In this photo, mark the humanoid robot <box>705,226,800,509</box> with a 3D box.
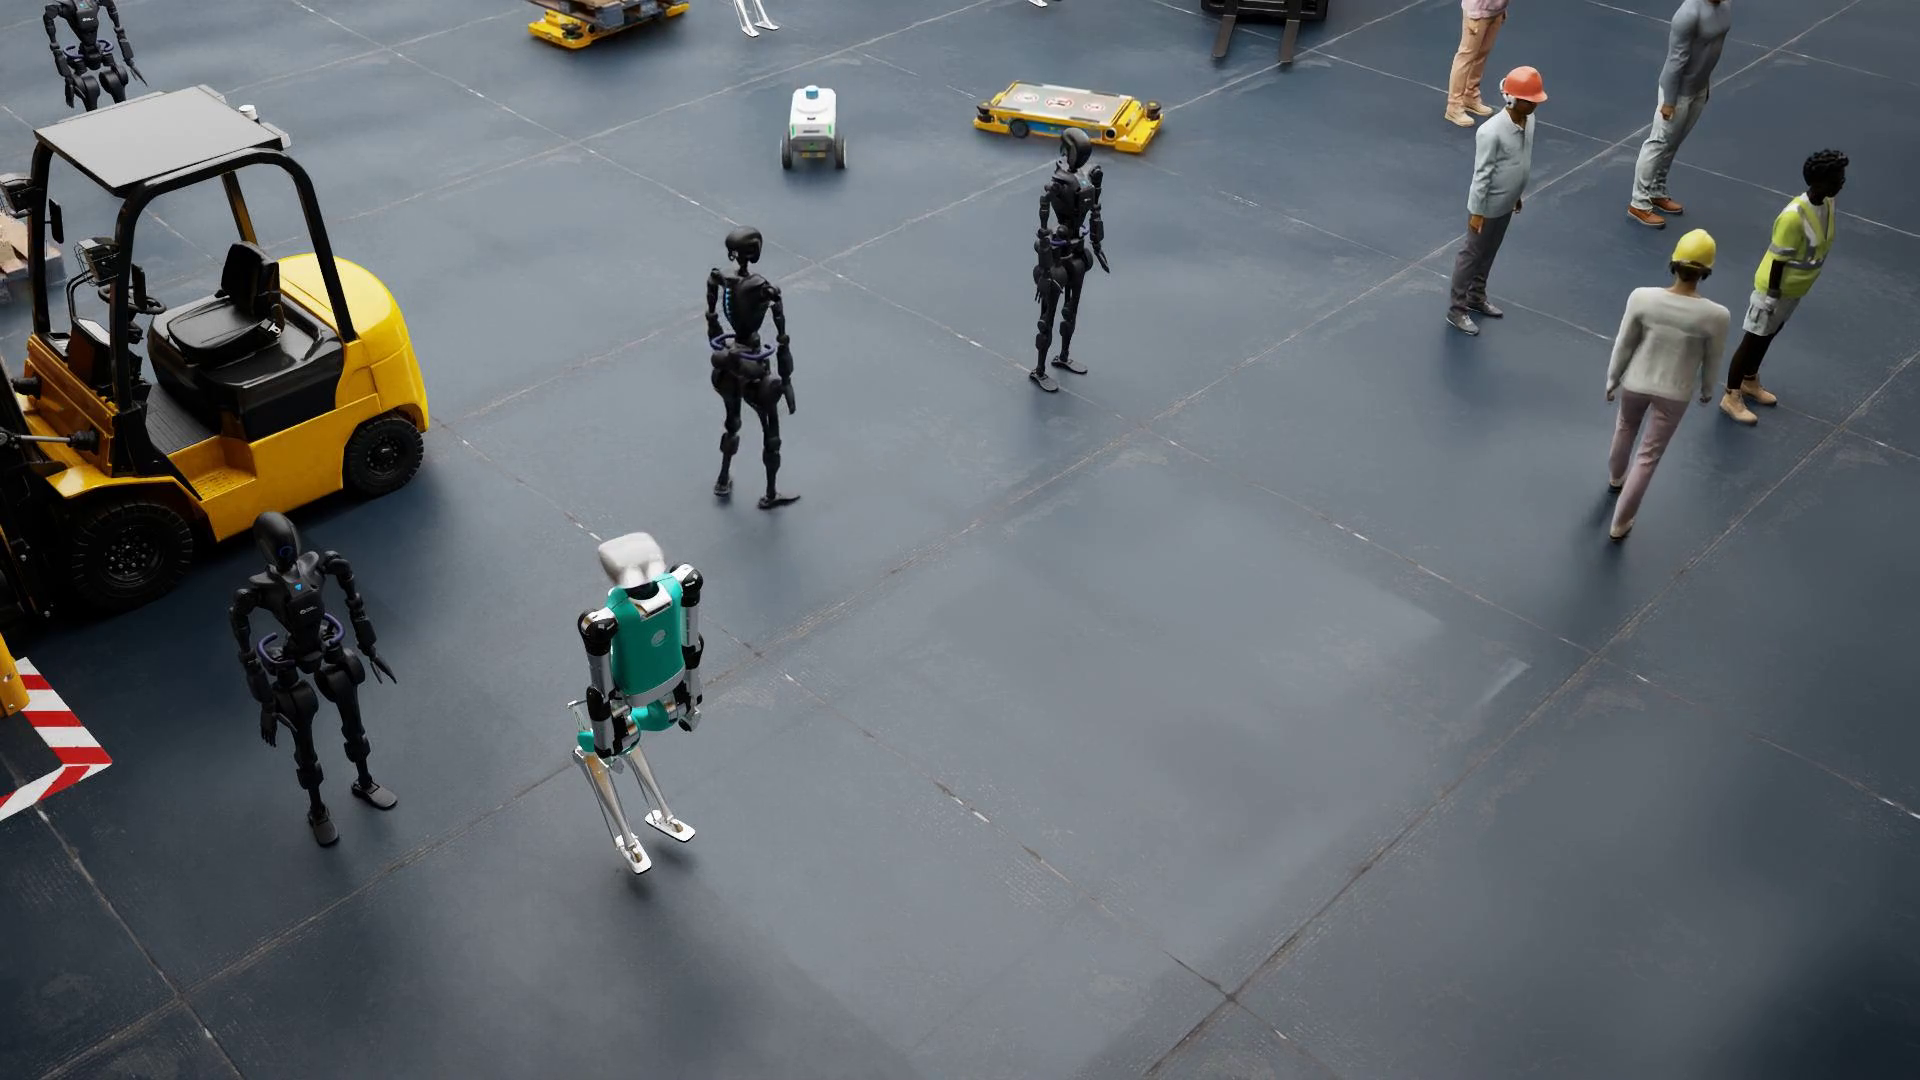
[{"bbox_3d":[-1.168,-0.925,9.055,0.587,1.641,0.378,21,41,25],"label":"humanoid robot"}]

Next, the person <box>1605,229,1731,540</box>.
[{"bbox_3d":[3.791,-0.874,8.945,0.528,1.737,0.814,24,43,29],"label":"person"}]

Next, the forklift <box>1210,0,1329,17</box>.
[{"bbox_3d":[3.106,-6.400,15.960,1.214,2.155,2.313,8,37,10],"label":"forklift"}]

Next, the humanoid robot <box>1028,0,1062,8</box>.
[{"bbox_3d":[0.763,-5.880,15.529,0.533,1.677,0.735,-31,47,-34],"label":"humanoid robot"}]

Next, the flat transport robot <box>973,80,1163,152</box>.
[{"bbox_3d":[0.891,-3.482,13.658,1.431,0.231,0.659,13,39,16],"label":"flat transport robot"}]

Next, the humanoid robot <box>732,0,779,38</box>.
[{"bbox_3d":[-1.902,-5.403,14.891,0.533,1.677,0.735,-31,47,-34],"label":"humanoid robot"}]

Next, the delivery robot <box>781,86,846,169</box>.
[{"bbox_3d":[-1.158,-3.272,13.152,0.499,0.612,0.814,-1,37,-1],"label":"delivery robot"}]

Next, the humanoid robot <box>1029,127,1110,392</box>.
[{"bbox_3d":[0.658,-1.718,10.112,0.599,1.653,0.315,-31,47,-34],"label":"humanoid robot"}]

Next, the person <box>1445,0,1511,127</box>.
[{"bbox_3d":[4.241,-4.277,13.459,0.522,1.781,0.406,-30,46,-34],"label":"person"}]

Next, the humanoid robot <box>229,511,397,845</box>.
[{"bbox_3d":[-2.728,0.562,7.055,0.599,1.657,0.315,-31,47,-34],"label":"humanoid robot"}]

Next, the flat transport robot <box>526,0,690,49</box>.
[{"bbox_3d":[-3.299,-4.963,15.640,0.659,0.231,1.431,27,45,32],"label":"flat transport robot"}]

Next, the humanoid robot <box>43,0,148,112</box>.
[{"bbox_3d":[-6.502,-3.543,12.552,0.599,1.657,0.315,-31,47,-34],"label":"humanoid robot"}]

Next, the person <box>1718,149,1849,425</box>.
[{"bbox_3d":[4.868,-1.500,9.810,0.539,1.695,0.317,-30,46,-34],"label":"person"}]

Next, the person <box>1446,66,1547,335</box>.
[{"bbox_3d":[3.461,-2.188,10.684,0.560,1.752,0.326,-30,46,-34],"label":"person"}]

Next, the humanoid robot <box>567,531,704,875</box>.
[{"bbox_3d":[-1.392,0.614,6.840,0.533,1.672,0.735,-31,47,-34],"label":"humanoid robot"}]

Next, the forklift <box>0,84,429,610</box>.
[{"bbox_3d":[-4.145,-1.093,8.856,2.313,2.155,1.214,-31,47,-34],"label":"forklift"}]

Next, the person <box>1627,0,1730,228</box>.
[{"bbox_3d":[5.198,-3.215,11.912,0.627,1.933,0.371,-30,46,-34],"label":"person"}]
